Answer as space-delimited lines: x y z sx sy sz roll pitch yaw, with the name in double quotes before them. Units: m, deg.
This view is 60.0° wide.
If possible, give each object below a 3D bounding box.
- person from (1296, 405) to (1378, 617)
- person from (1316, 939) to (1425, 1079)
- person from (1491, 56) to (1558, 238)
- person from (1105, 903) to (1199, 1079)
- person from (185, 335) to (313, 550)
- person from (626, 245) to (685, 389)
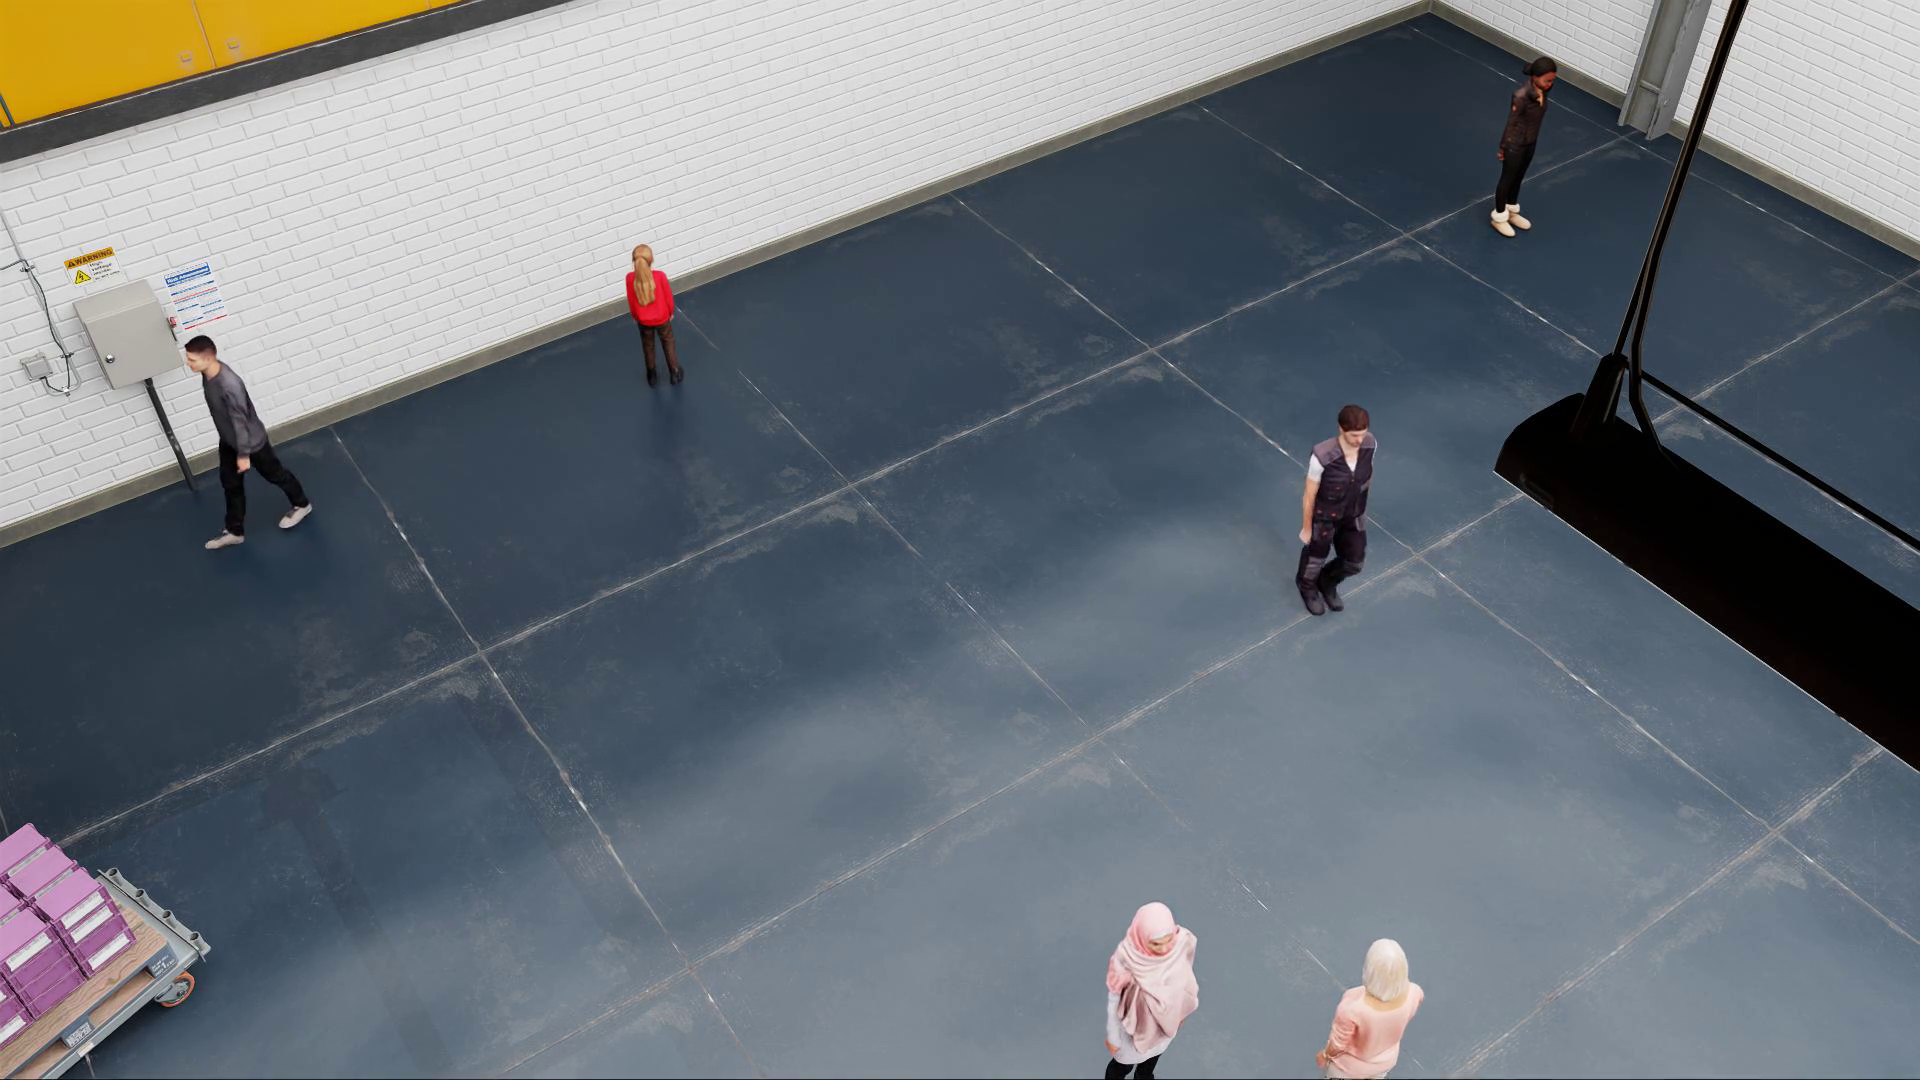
"person" 2.453 -0.257 11.120 0.752 1.832 0.738 -14 45 -14
"person" 2.010 2.539 8.262 0.655 1.725 0.608 -14 45 -14
"person" 4.929 -3.503 14.653 0.640 1.659 0.585 -26 49 -25
"person" 0.923 2.399 8.352 0.657 1.804 0.631 -19 47 -19
"person" -4.967 -0.750 11.712 1.030 1.729 0.888 27 50 25
"person" -2.422 -1.769 13.106 0.575 1.281 0.607 -4 44 -4
